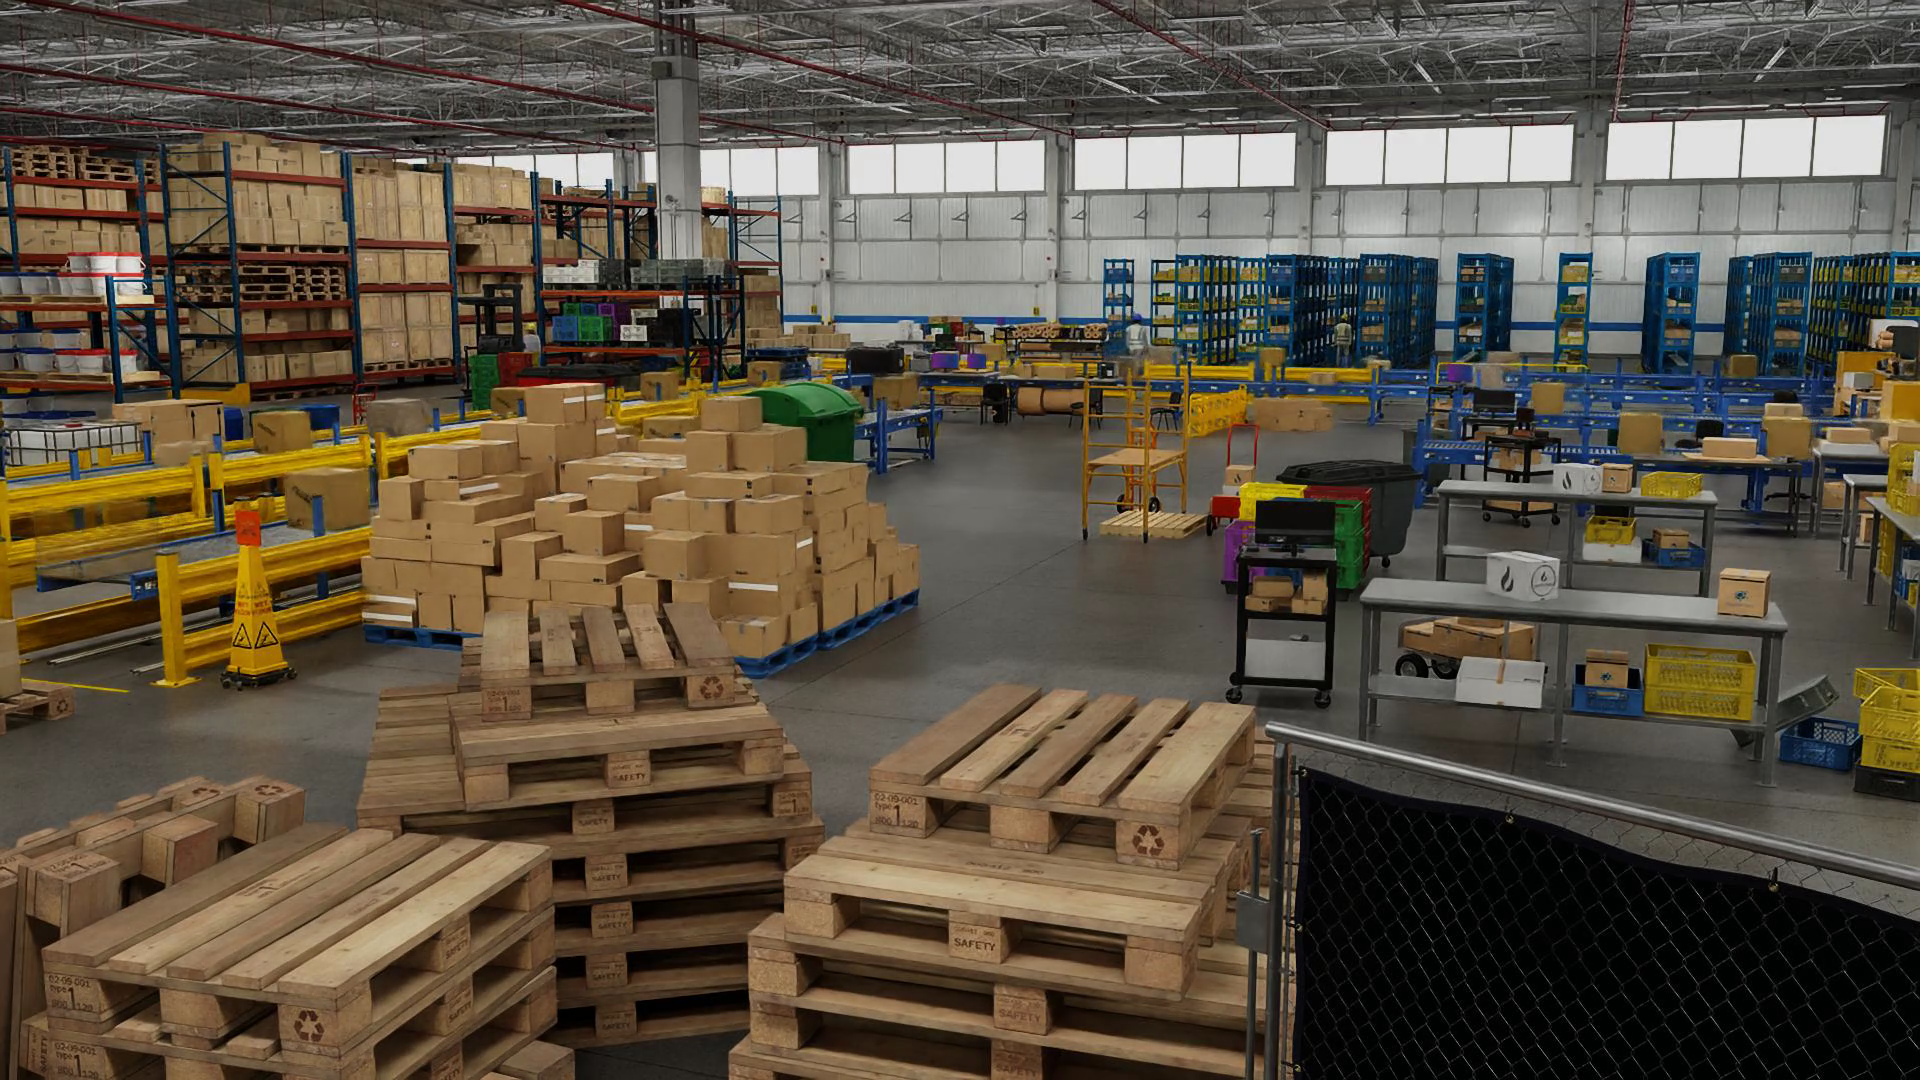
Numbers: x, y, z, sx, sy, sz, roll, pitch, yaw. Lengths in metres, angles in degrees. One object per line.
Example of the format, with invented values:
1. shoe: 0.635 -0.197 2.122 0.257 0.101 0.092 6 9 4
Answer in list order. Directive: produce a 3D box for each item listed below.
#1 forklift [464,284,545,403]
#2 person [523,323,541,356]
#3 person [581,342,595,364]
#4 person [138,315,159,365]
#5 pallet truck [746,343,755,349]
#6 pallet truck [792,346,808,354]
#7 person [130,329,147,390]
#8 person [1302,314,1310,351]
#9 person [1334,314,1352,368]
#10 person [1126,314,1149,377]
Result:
1. forklift: -10.832 -4.702 39.610 1.129 2.768 1.873 3 10 20
2. person: -11.042 -4.700 42.962 0.597 1.808 0.744 4 10 22
3. person: -11.167 -5.828 49.765 0.545 1.909 0.912 3 9 16
4. person: -23.286 -5.506 47.664 0.640 1.927 0.669 4 10 23
5. pallet truck: -6.183 -4.618 44.264 1.601 1.201 0.680 -9 12 -43
6. pallet truck: -3.705 -4.298 42.022 0.653 1.274 1.630 3 10 20
7. person: -21.316 -4.641 43.135 0.283 1.631 0.503 -1 9 -3
8. person: 12.362 -7.347 59.461 0.372 1.843 0.571 2 9 10
9. person: 11.979 -6.136 51.929 0.586 1.822 0.404 8 12 40
10. person: 5.165 -5.554 48.013 0.622 1.899 0.983 6 11 34
